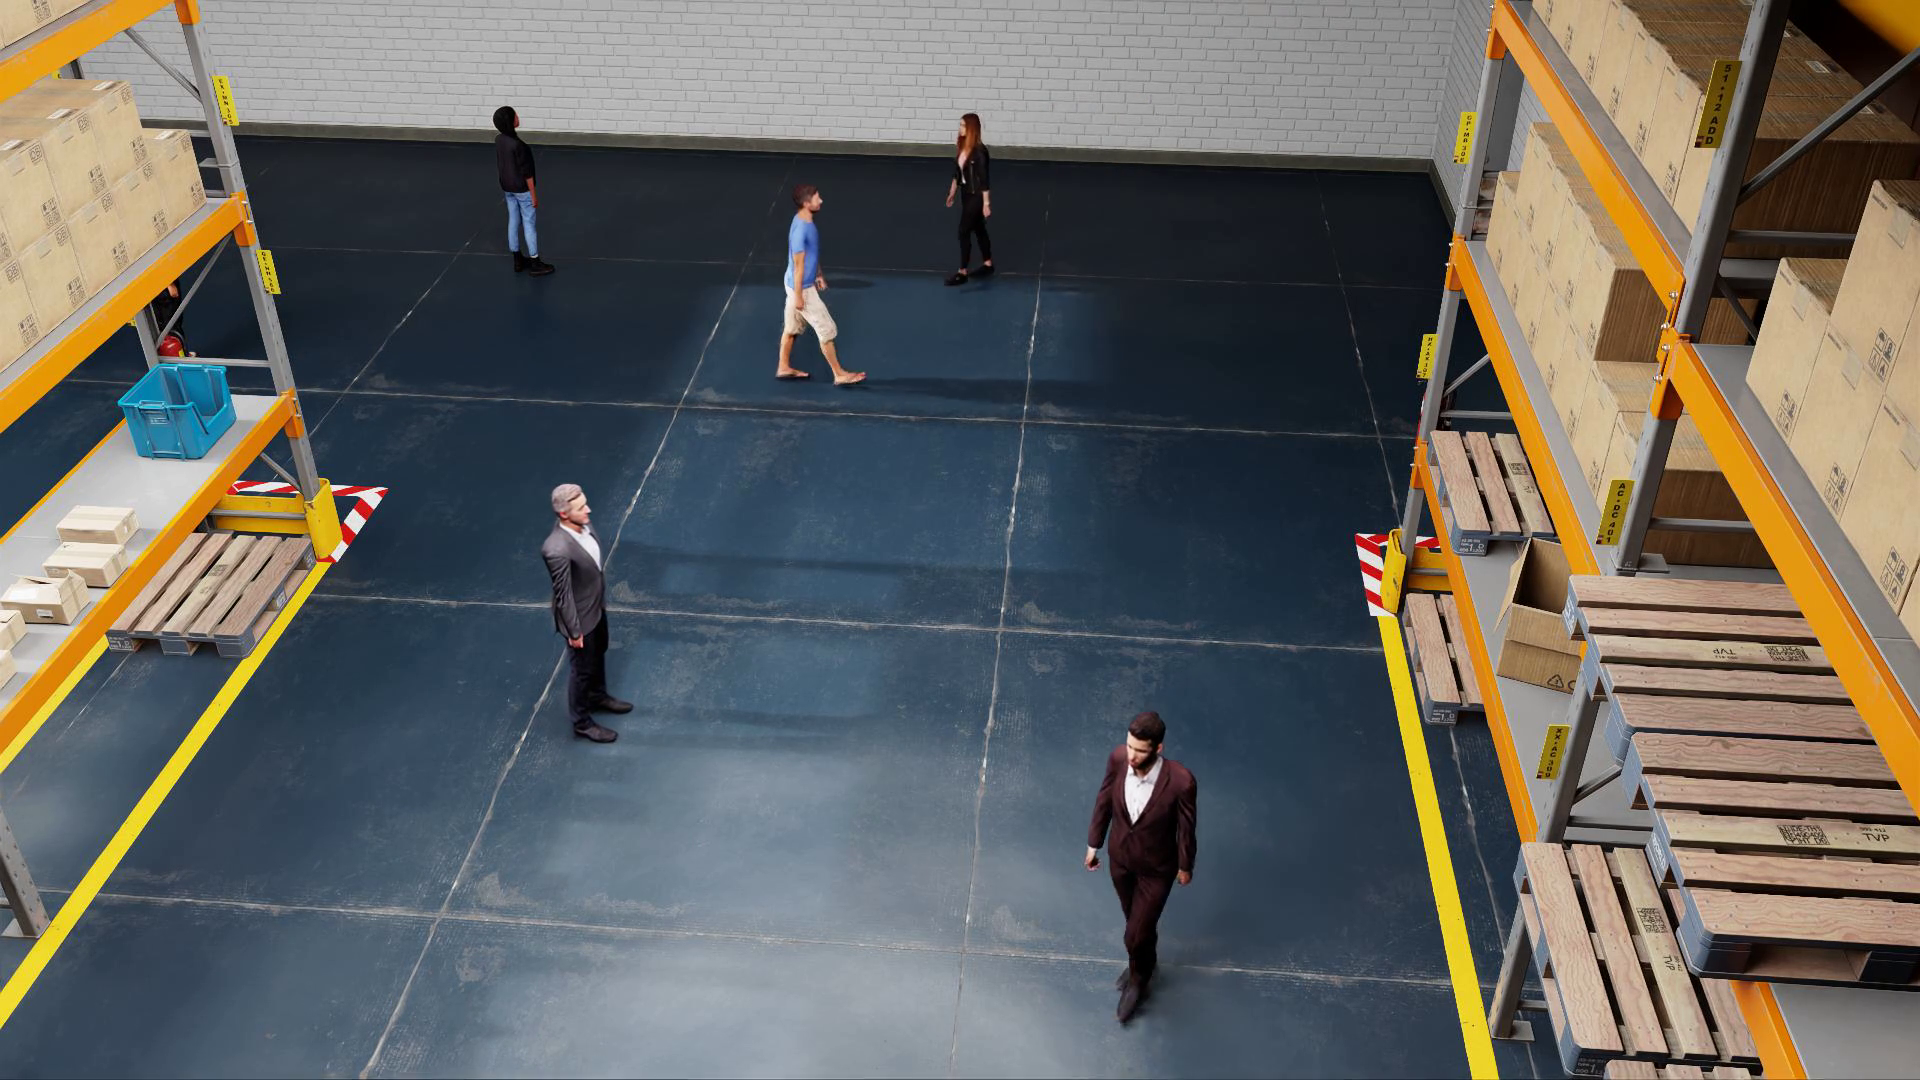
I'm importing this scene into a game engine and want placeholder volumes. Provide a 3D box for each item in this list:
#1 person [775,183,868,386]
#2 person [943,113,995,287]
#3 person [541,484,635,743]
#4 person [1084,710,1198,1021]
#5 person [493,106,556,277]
[{"bbox_3d":[-1.446,-2.177,14.325,0.783,1.833,1.015,-1,34,-1],"label":"person"},{"bbox_3d":[0.219,-3.346,16.210,0.904,1.692,0.913,-13,36,-18],"label":"person"},{"bbox_3d":[-2.365,0.423,10.414,0.746,1.832,0.511,3,34,4],"label":"person"},{"bbox_3d":[0.991,1.595,8.637,0.872,1.846,0.923,24,41,32],"label":"person"},{"bbox_3d":[-4.331,-3.423,16.317,0.657,1.702,0.677,21,39,28],"label":"person"}]
